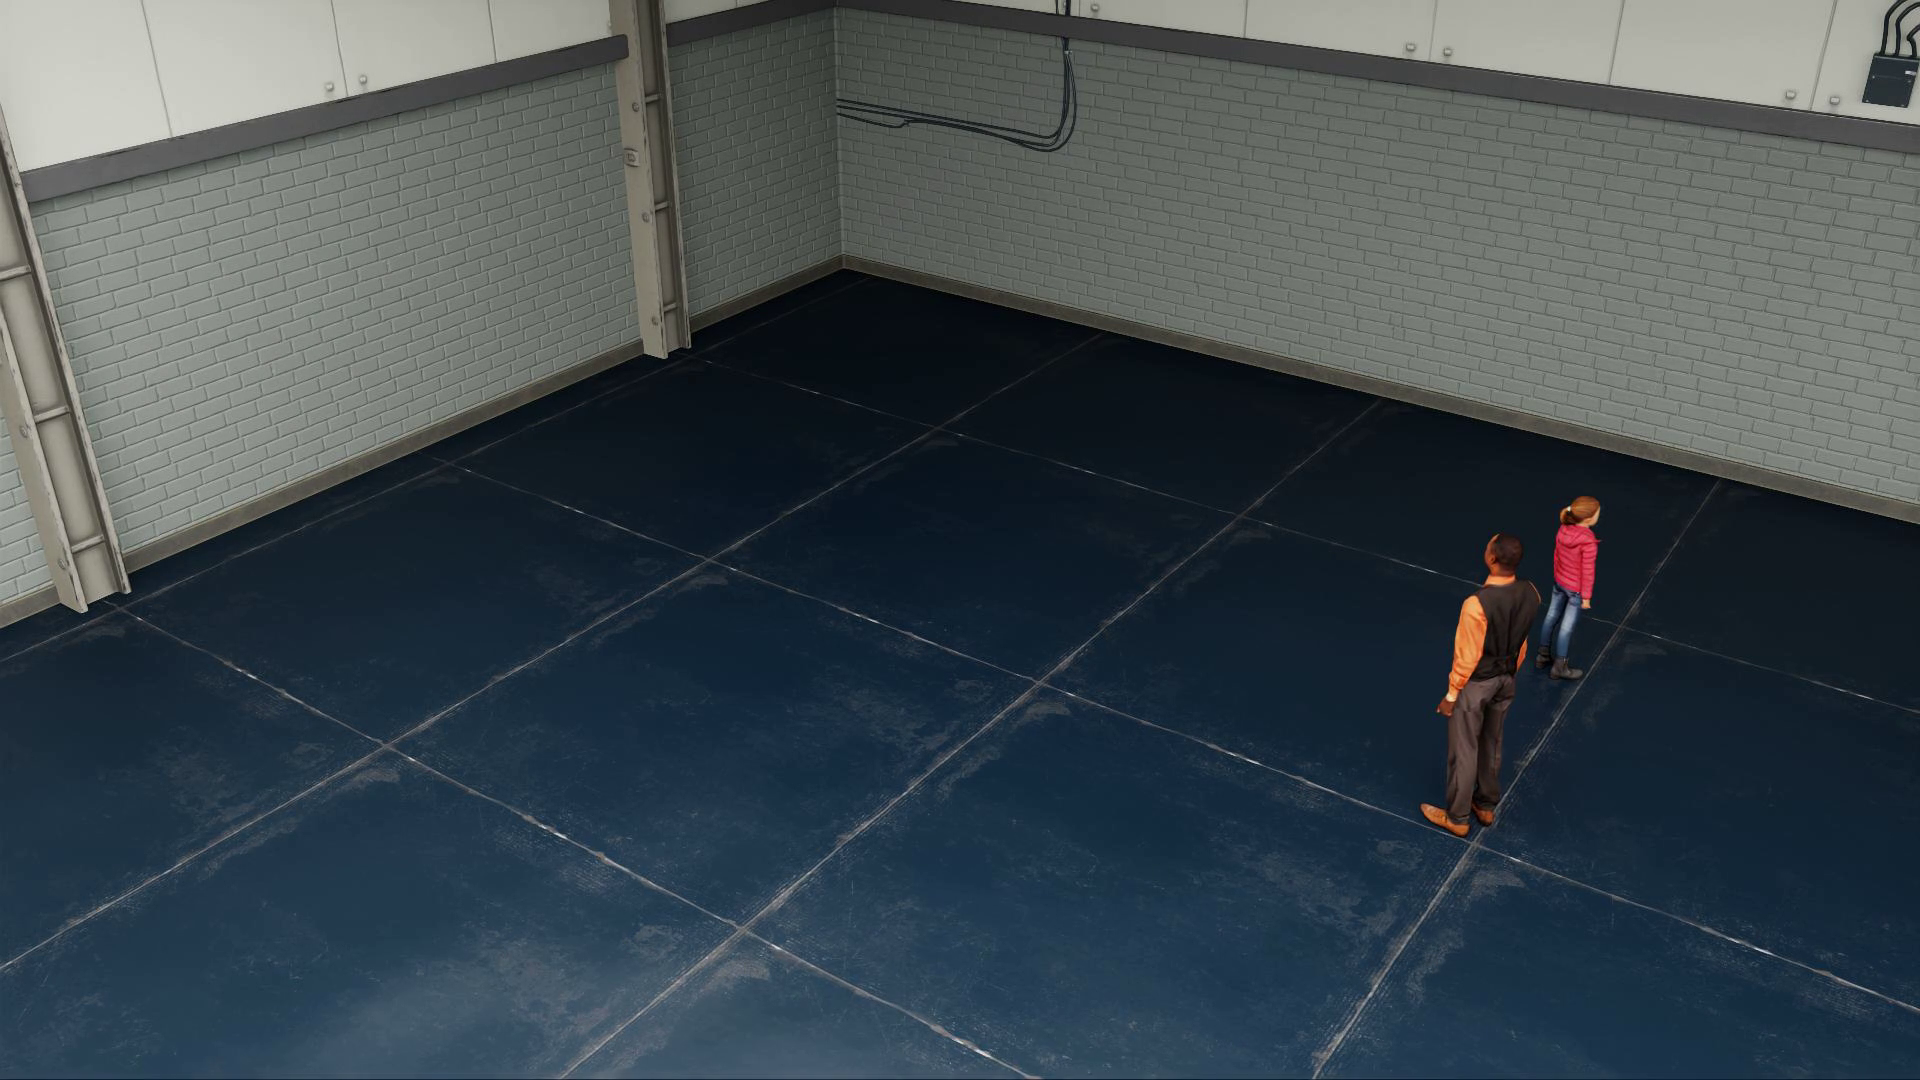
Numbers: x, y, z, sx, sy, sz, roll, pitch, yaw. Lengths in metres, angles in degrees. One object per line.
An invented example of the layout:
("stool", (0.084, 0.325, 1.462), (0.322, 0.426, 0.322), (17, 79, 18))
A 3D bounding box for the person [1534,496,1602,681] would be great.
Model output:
("person", (4.040, 0.305, 11.026), (0.643, 1.318, 0.598), (-9, 29, -16))

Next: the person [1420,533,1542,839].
("person", (2.977, 0.822, 9.427), (0.717, 1.908, 0.847), (-14, 31, -24))
